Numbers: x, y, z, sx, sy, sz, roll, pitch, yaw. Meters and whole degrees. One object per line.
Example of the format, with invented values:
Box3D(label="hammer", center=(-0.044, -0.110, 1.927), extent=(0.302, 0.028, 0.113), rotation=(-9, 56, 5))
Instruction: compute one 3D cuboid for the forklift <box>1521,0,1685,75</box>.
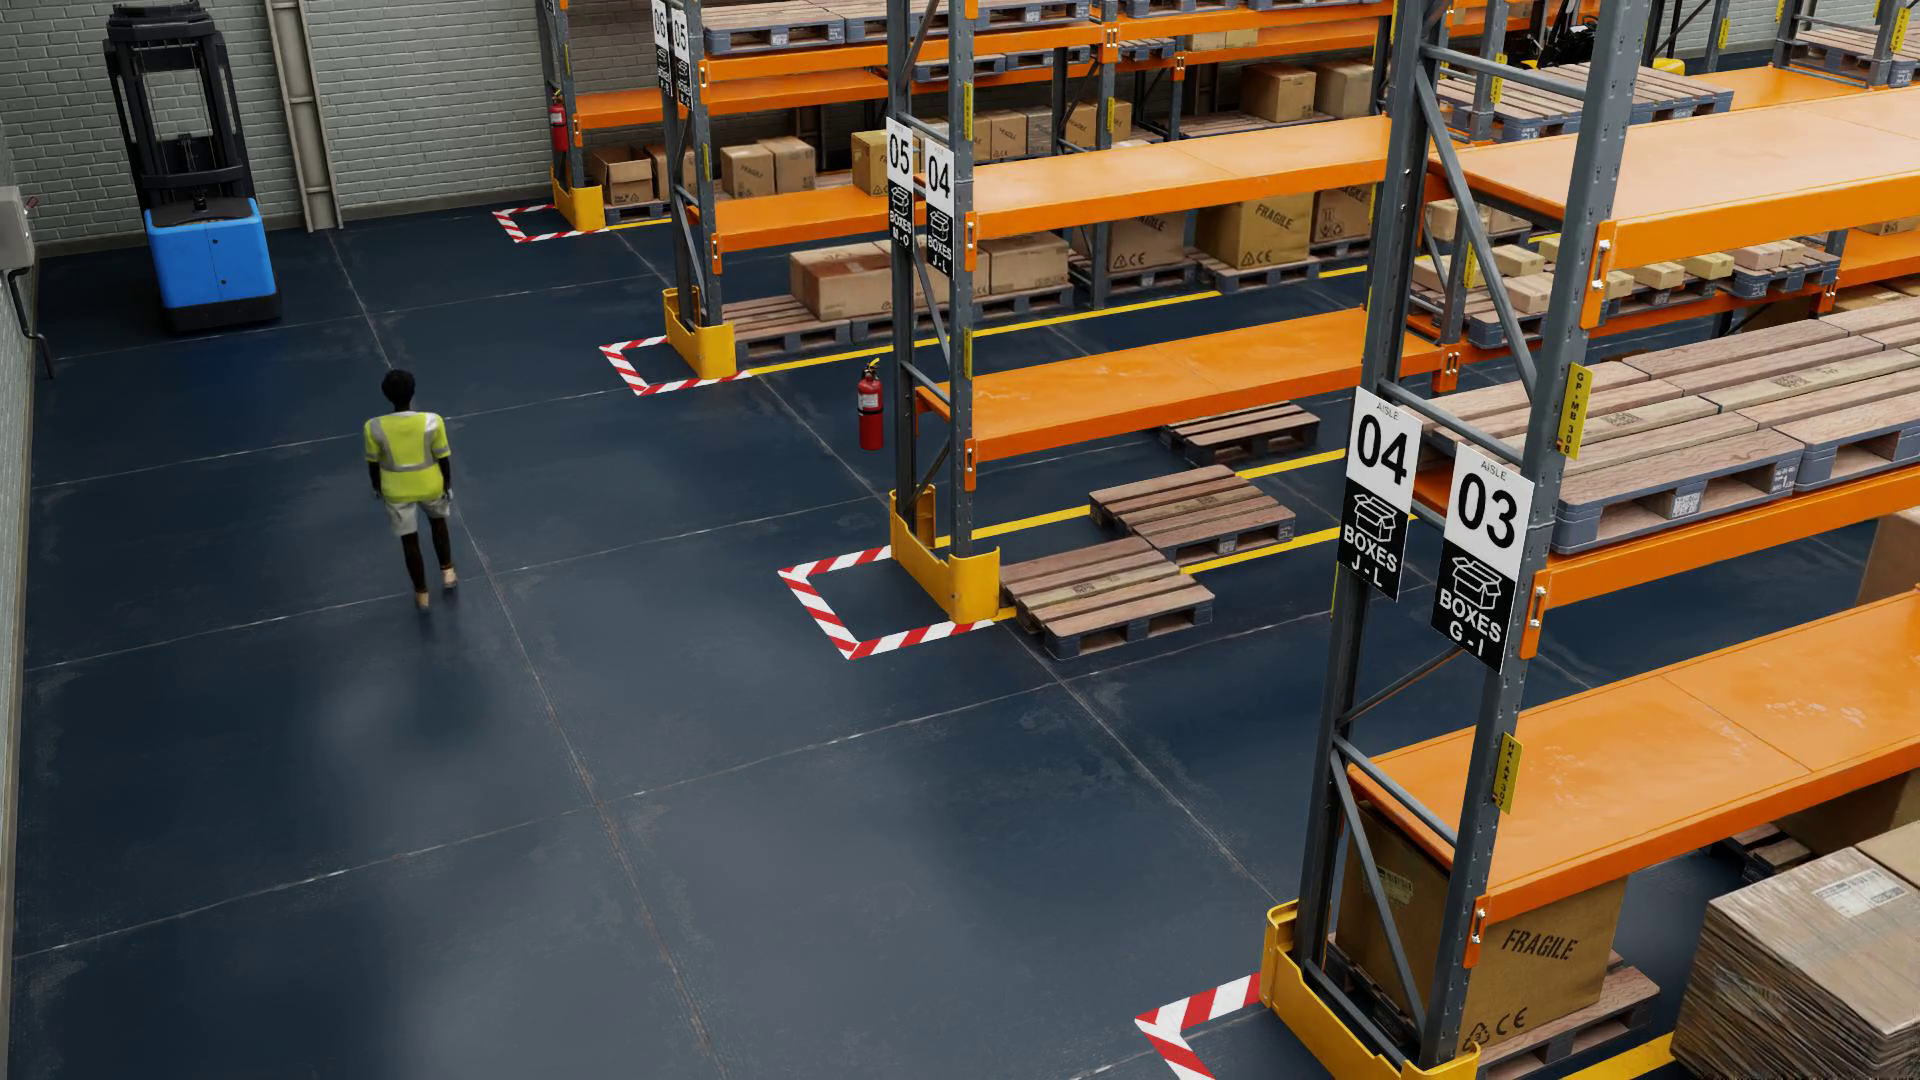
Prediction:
Box3D(label="forklift", center=(8.950, -6.807, 23.056), extent=(1.214, 2.155, 2.313), rotation=(-12, 30, -22))

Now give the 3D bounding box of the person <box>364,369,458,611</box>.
Box3D(label="person", center=(-3.704, -0.358, 11.256), extent=(0.548, 1.680, 0.546), rotation=(-11, 29, -20))

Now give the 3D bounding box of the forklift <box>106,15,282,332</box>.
Box3D(label="forklift", center=(-7.548, -3.672, 16.323), extent=(1.129, 2.768, 1.873), rotation=(-12, 30, -22))
